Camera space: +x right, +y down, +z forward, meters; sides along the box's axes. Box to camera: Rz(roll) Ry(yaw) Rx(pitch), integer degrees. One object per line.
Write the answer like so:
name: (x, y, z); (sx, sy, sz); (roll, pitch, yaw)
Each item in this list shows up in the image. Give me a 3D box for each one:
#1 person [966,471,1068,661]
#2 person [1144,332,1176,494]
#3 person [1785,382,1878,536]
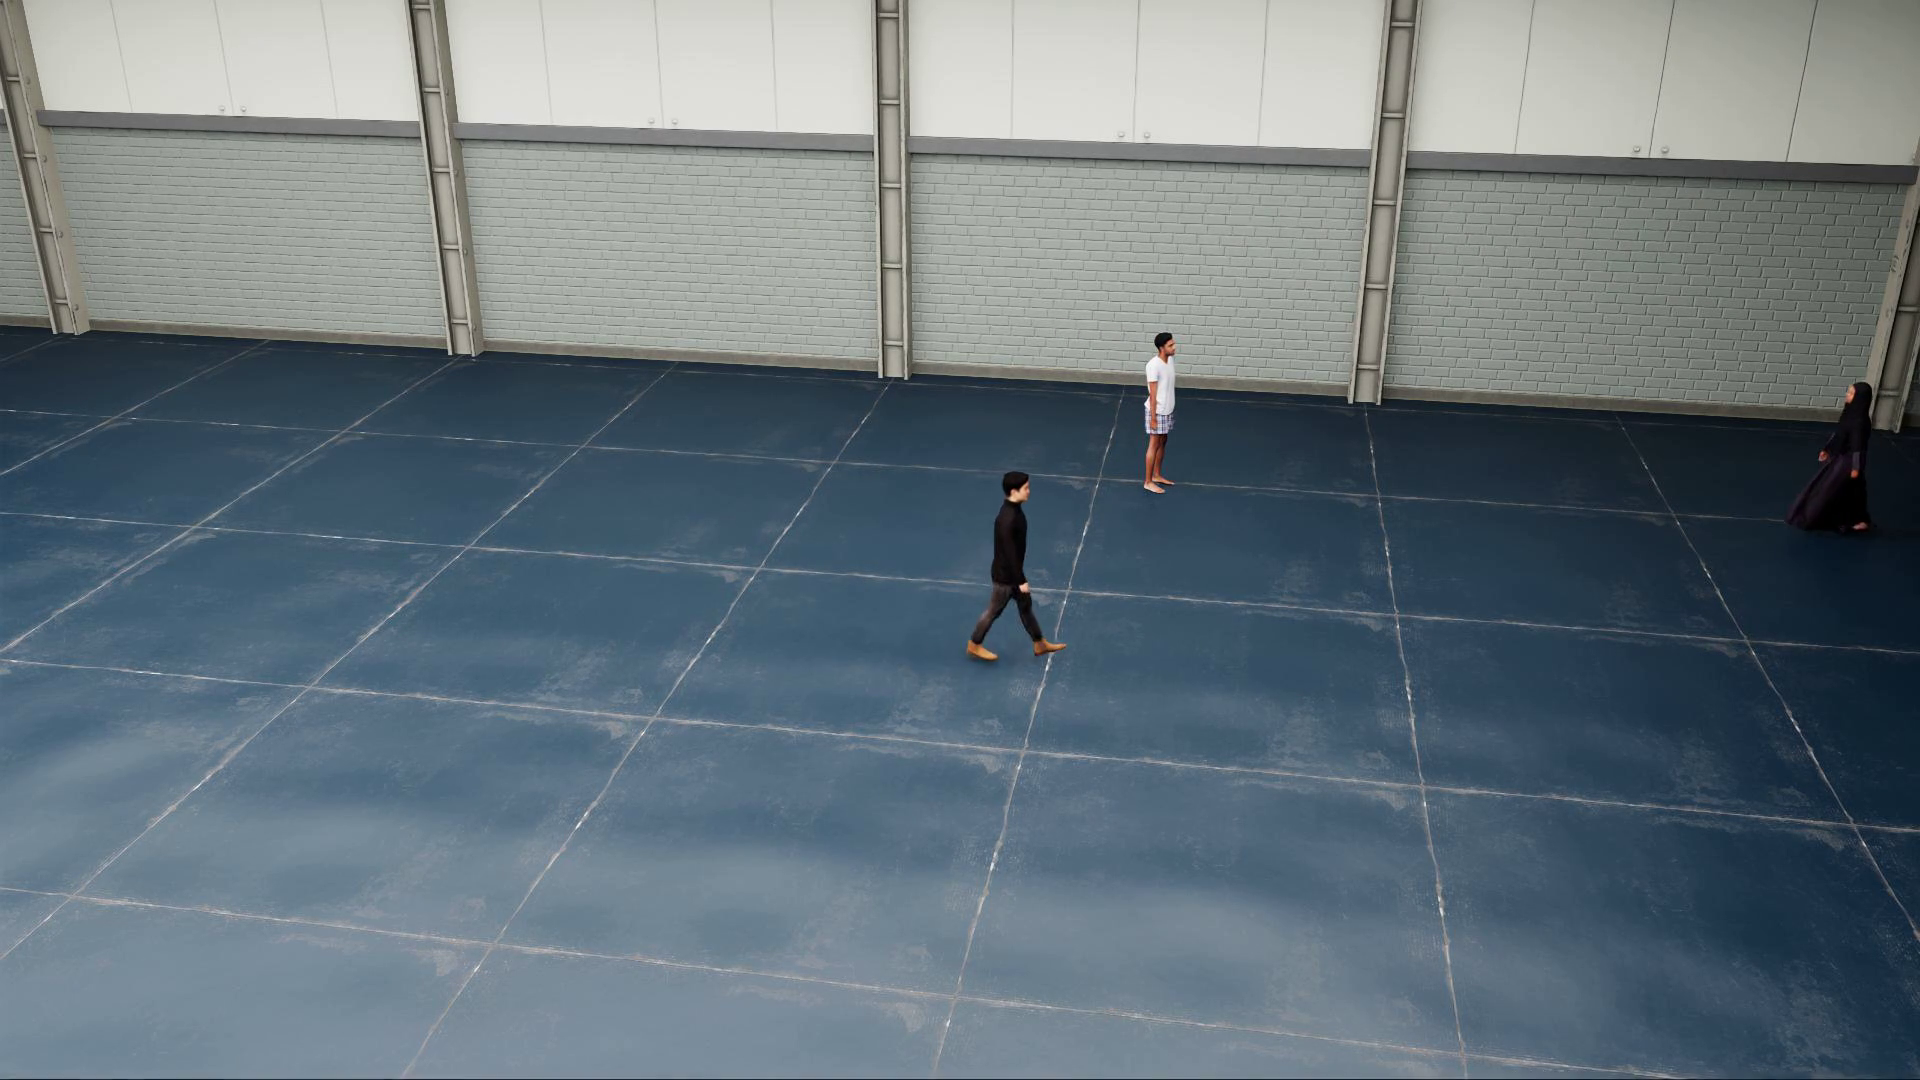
person: (0.334, 0.256, 13.951); (1.079, 1.686, 0.698); (6, 24, 13)
person: (2.131, -1.391, 17.763); (0.649, 1.734, 0.693); (13, 26, 27)
person: (8.901, -0.802, 16.538); (1.113, 1.609, 0.675); (6, 24, 15)
